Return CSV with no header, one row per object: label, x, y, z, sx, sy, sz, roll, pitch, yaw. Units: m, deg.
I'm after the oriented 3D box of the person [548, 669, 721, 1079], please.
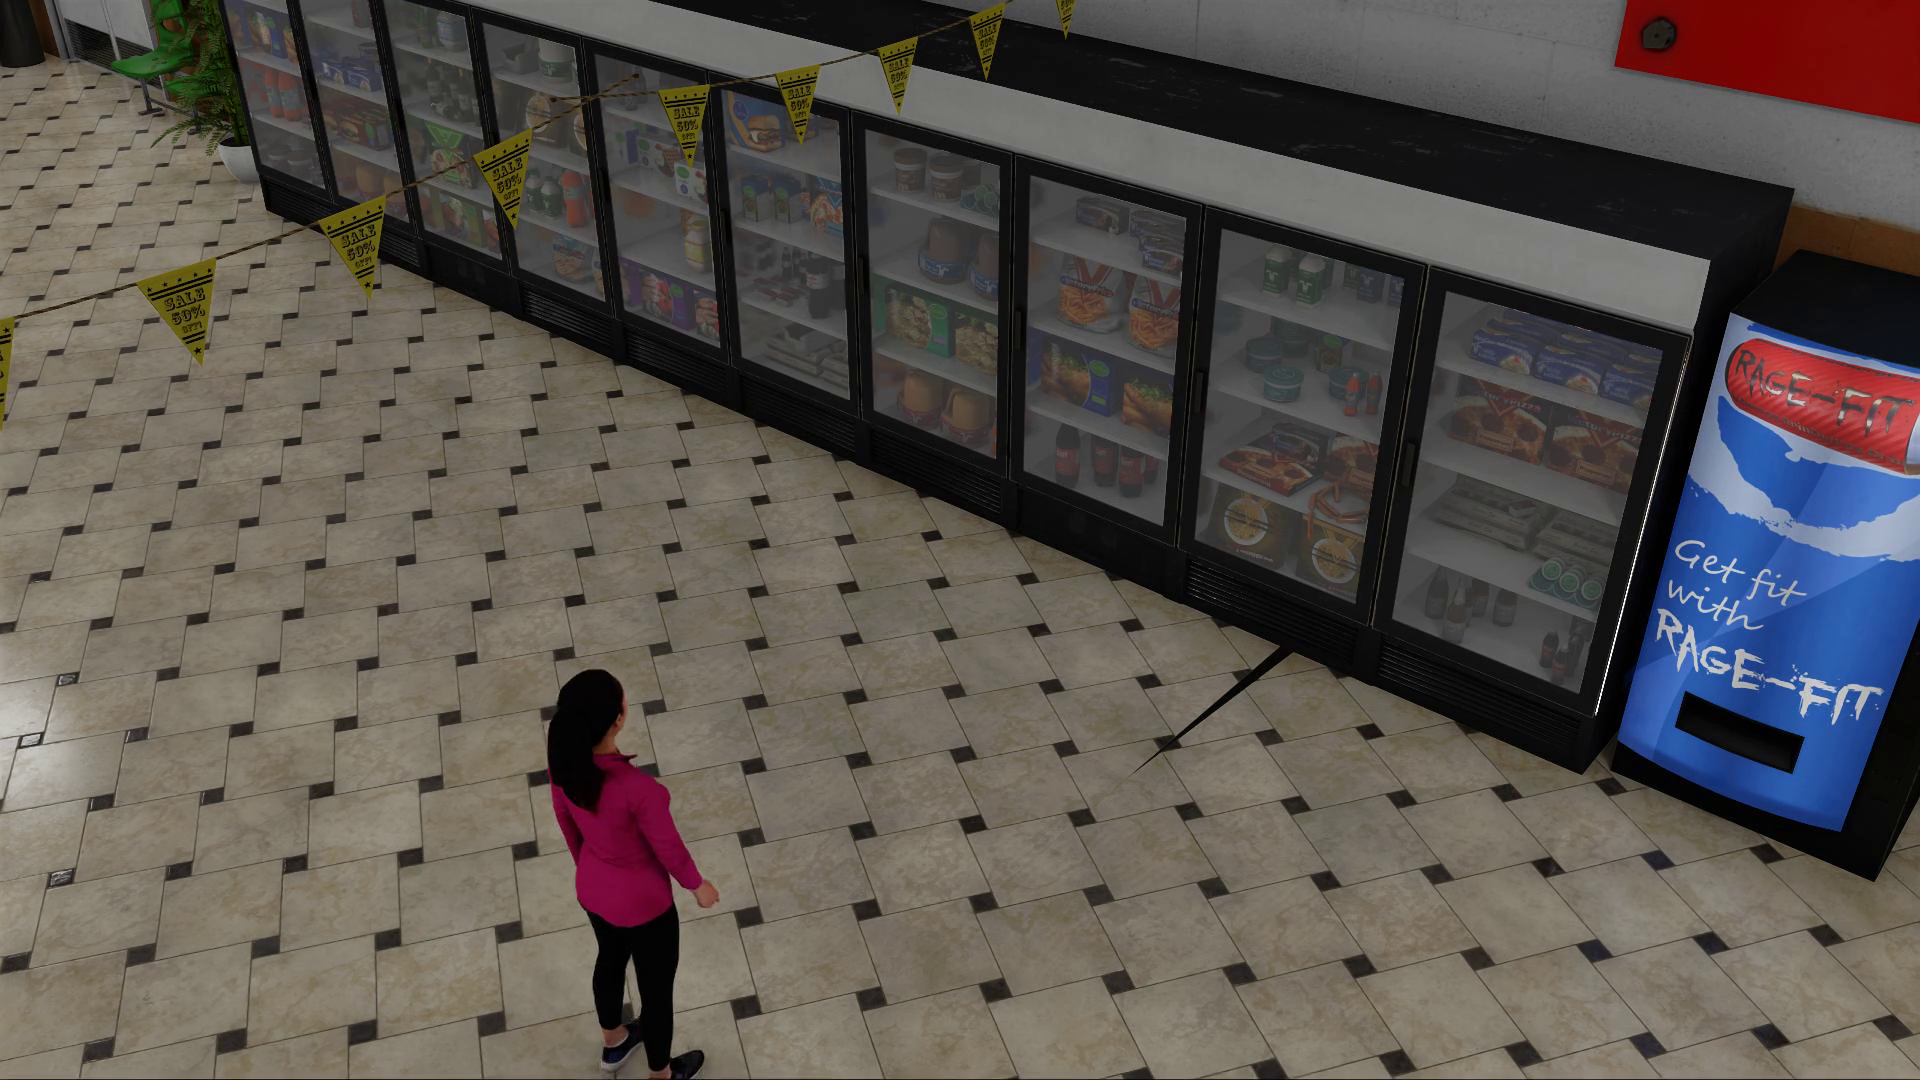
person,-1.045,1.120,5.112,0.627,1.694,0.653,19,36,27
